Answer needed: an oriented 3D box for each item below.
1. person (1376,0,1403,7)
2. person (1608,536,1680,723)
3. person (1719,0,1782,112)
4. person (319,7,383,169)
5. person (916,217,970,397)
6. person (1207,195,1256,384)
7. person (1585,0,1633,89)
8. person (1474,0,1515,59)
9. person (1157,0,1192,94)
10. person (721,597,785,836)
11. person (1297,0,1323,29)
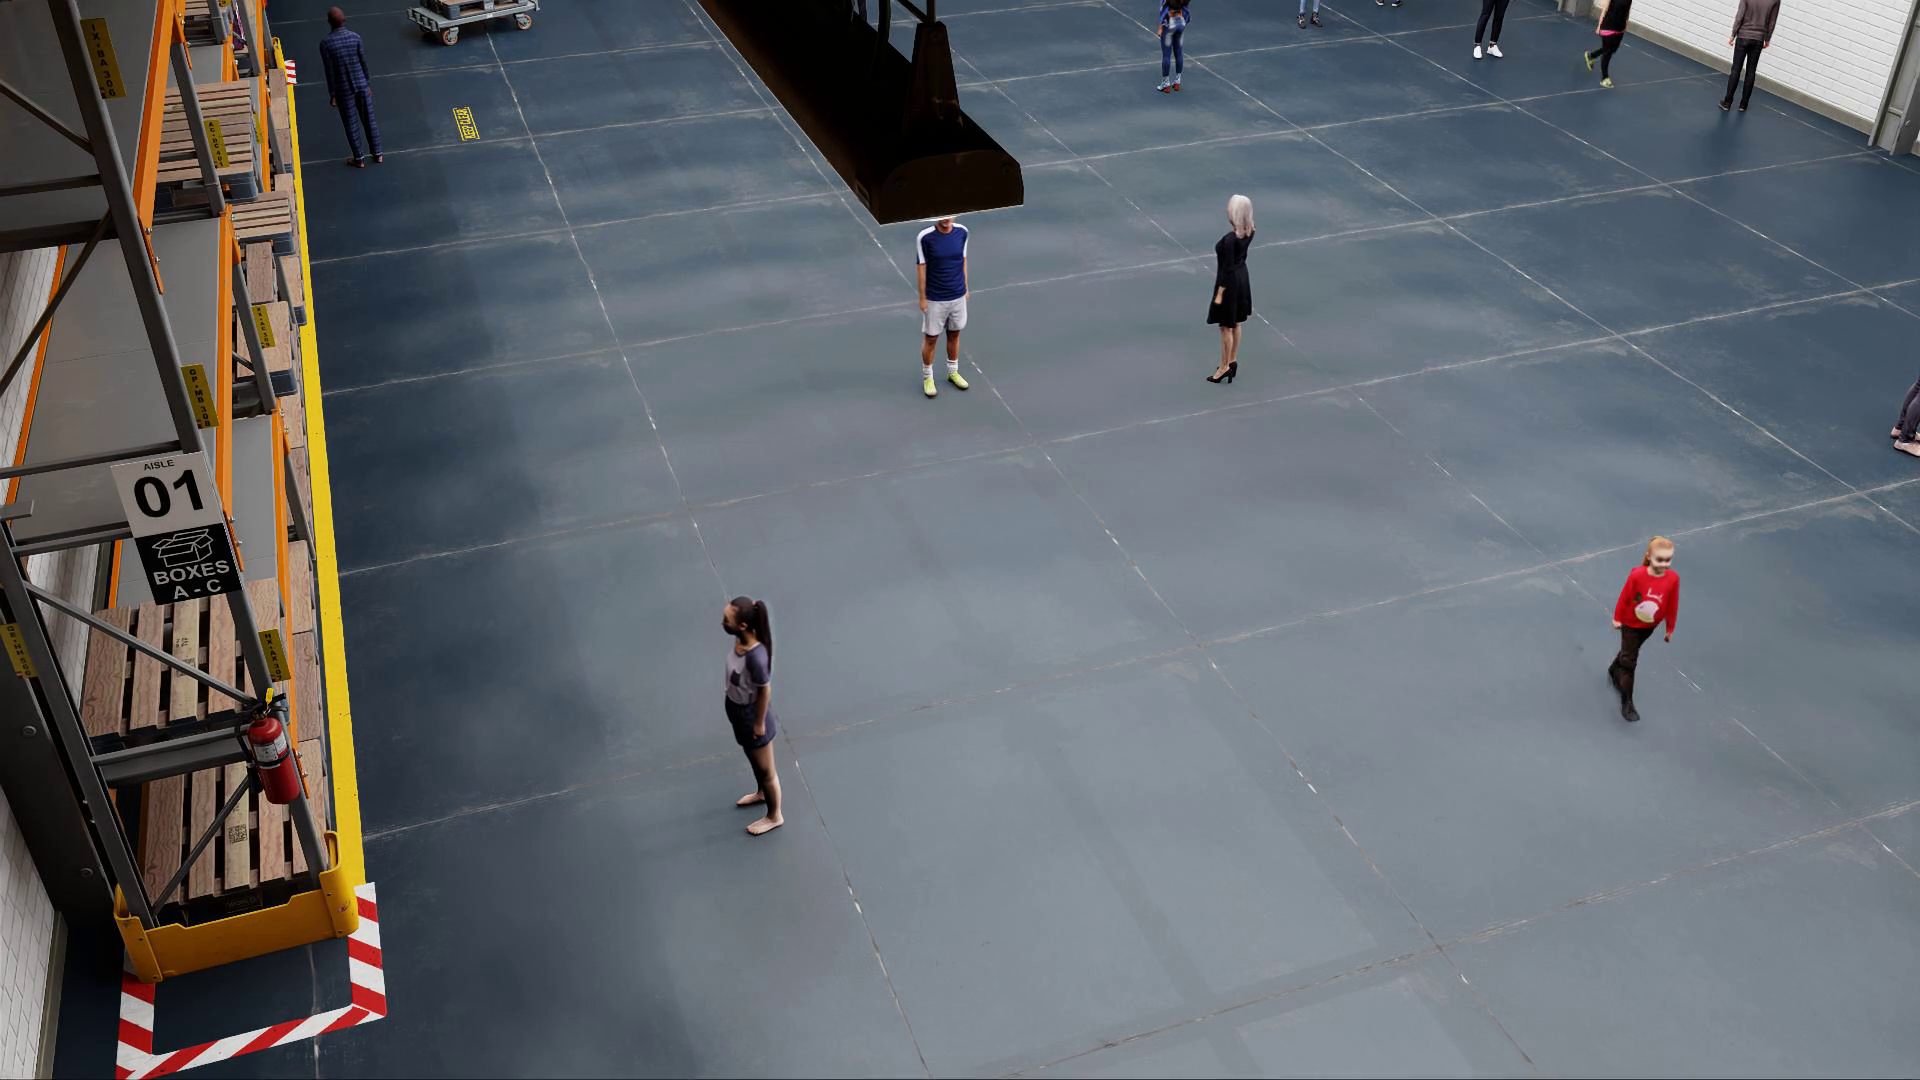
[{"bbox_3d":[6.421,-8.793,24.497,0.691,1.774,0.713,9,35,14],"label":"person"},{"bbox_3d":[4.474,0.512,10.973,0.701,1.249,0.946,0,34,0],"label":"person"},{"bbox_3d":[9.812,-6.221,20.633,0.714,1.769,0.713,1,34,2],"label":"person"},{"bbox_3d":[-6.972,-5.190,19.037,0.741,1.819,0.726,-25,41,-33],"label":"person"},{"bbox_3d":[-0.146,-2.151,14.446,0.659,1.839,0.591,-16,37,-23],"label":"person"},{"bbox_3d":[2.378,-2.207,14.614,0.746,1.746,0.706,19,38,27],"label":"person"},{"bbox_3d":[8.408,-6.672,21.528,0.563,1.528,0.908,-13,36,-18],"label":"person"},{"bbox_3d":[7.253,-7.458,22.450,0.757,1.818,0.658,-5,34,-8],"label":"person"},{"bbox_3d":[2.726,-6.556,21.277,0.623,1.614,0.572,-15,37,-22],"label":"person"},{"bbox_3d":[-1.219,1.020,9.847,0.648,1.650,0.435,-12,35,-17],"label":"person"},{"bbox_3d":[5.084,-8.188,23.638,0.593,1.719,0.538,-9,35,-13],"label":"person"}]
